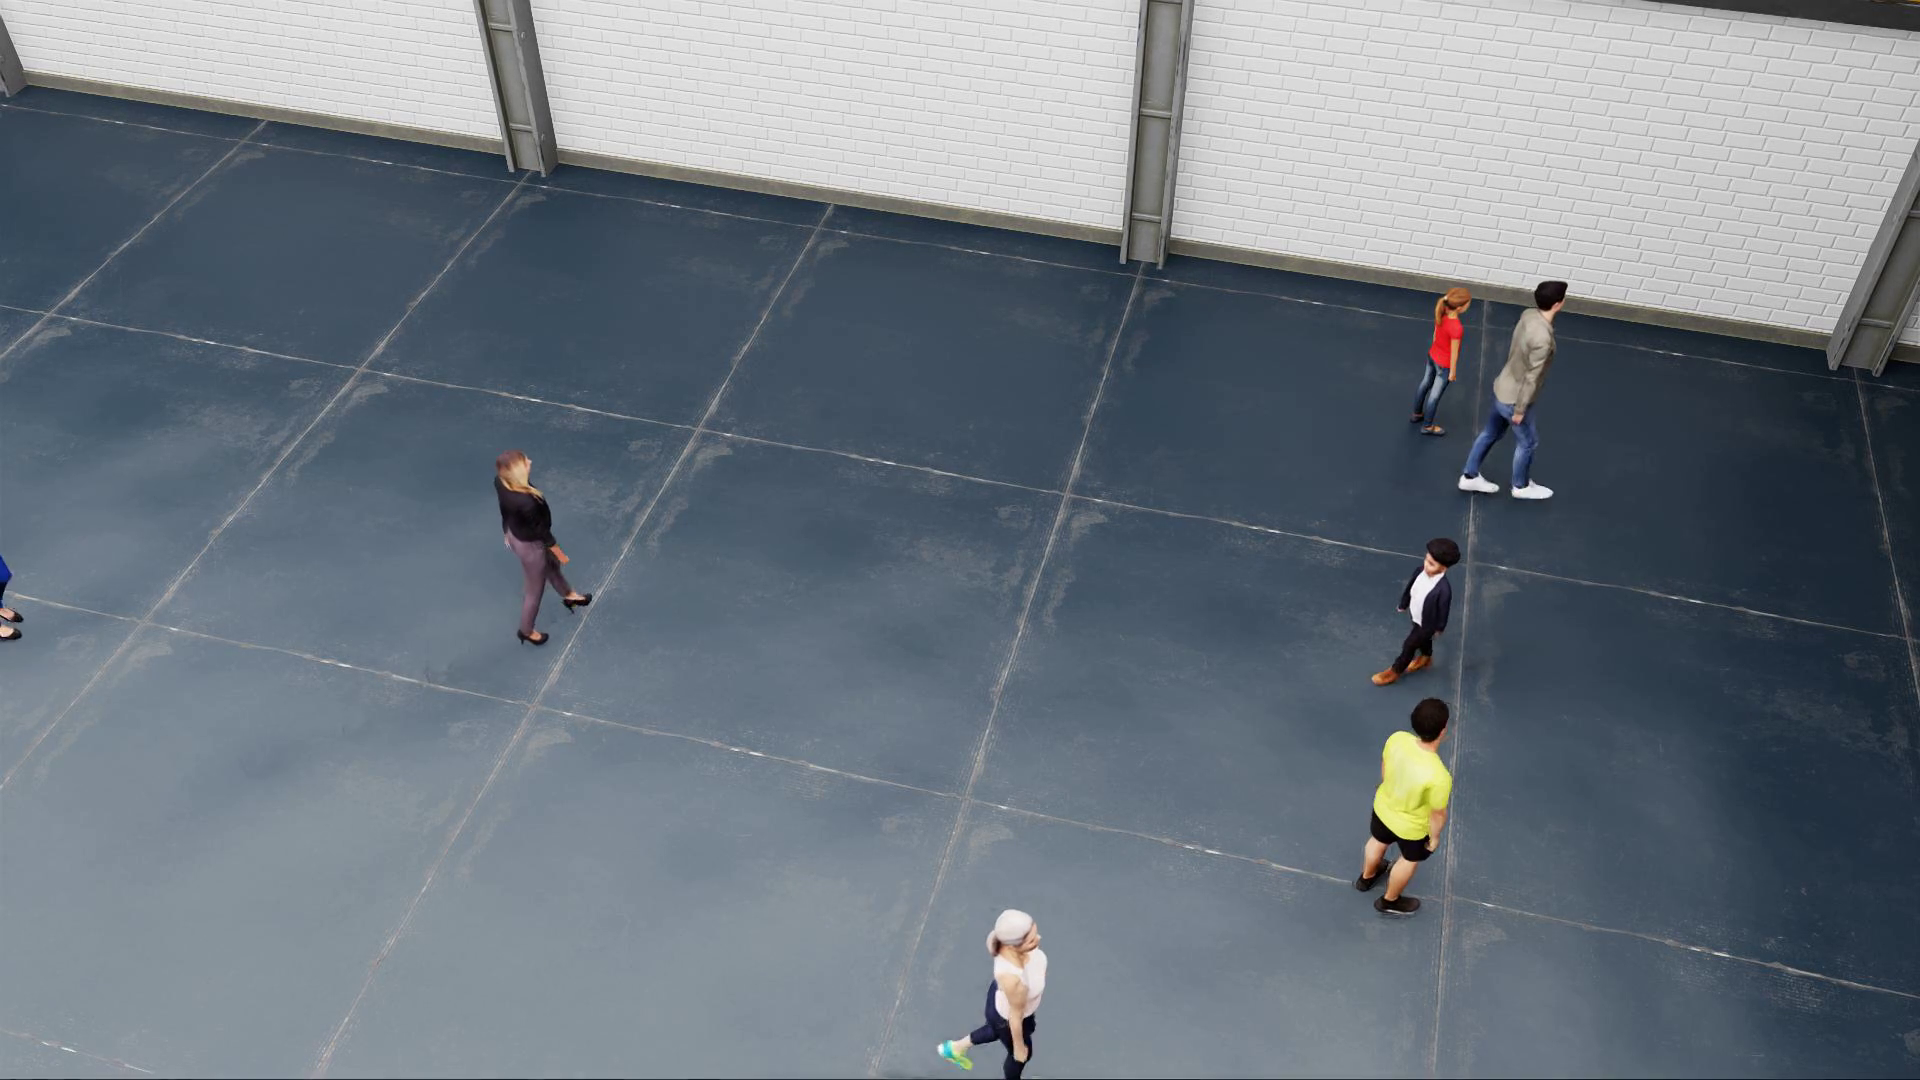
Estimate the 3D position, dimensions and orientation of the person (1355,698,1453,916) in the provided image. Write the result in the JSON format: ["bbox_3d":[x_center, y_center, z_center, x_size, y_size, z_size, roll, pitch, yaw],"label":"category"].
[{"bbox_3d":[2.535,1.536,9.482,0.796,1.697,0.727,-19,47,-19],"label":"person"}]

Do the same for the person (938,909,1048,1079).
[{"bbox_3d":[0.187,2.421,8.560,0.891,1.688,0.676,4,44,4],"label":"person"}]

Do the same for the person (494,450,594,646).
[{"bbox_3d":[-2.924,0.102,11.023,0.932,1.648,0.908,-29,51,-27],"label":"person"}]

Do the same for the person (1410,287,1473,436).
[{"bbox_3d":[3.711,-1.393,12.841,0.589,1.307,0.564,-9,44,-9],"label":"person"}]

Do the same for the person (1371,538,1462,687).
[{"bbox_3d":[3.127,0.456,10.971,0.806,1.208,0.701,-11,45,-12],"label":"person"}]

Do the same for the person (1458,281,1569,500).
[{"bbox_3d":[3.955,-1.070,12.117,0.983,1.837,0.831,4,44,4],"label":"person"}]
